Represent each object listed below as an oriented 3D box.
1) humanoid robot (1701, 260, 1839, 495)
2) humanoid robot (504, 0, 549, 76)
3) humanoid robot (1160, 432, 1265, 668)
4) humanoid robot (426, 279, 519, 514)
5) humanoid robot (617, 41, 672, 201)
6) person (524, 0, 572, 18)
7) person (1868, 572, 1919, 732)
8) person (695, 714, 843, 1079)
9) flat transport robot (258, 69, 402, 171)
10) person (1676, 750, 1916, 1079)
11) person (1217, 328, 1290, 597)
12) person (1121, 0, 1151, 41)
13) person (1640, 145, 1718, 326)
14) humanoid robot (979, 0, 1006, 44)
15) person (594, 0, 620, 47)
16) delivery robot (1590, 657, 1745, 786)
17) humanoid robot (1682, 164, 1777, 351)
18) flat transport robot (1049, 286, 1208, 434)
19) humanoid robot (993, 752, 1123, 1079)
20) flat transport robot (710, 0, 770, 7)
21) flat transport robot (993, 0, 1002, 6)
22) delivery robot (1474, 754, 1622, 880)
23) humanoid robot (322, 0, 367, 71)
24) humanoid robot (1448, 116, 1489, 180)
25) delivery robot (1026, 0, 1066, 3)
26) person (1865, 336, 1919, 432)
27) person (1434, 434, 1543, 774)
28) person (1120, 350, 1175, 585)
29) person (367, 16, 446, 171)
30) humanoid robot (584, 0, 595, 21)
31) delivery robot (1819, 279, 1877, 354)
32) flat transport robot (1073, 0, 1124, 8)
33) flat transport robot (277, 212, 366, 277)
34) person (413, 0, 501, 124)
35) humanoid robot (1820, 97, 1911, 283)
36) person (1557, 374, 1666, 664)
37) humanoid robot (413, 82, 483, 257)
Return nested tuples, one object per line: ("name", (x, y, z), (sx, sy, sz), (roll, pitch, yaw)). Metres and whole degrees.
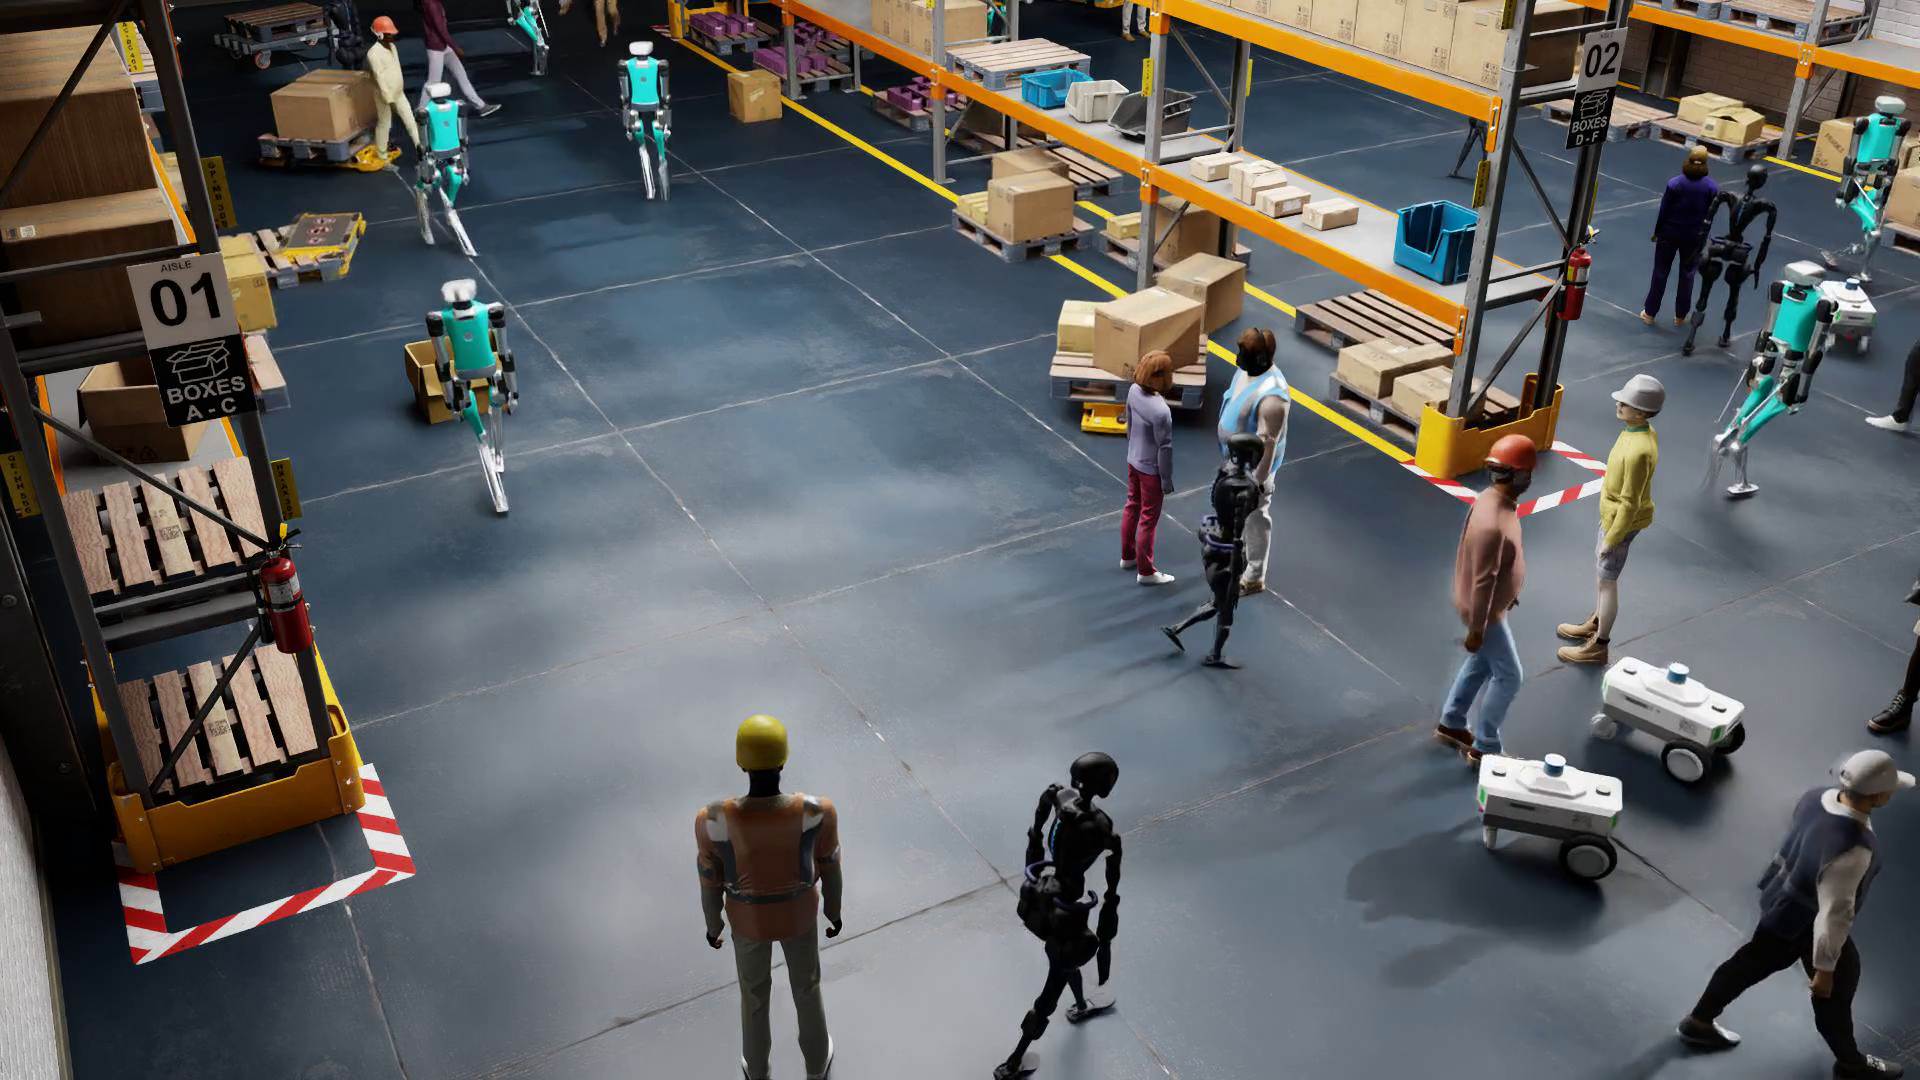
("humanoid robot", (5.660, -1.028, 11.841), (0.712, 1.898, 0.548), (-10, 31, -18))
("humanoid robot", (-5.721, -6.982, 22.199), (0.762, 1.883, 0.541), (18, 35, 29))
("humanoid robot", (1.501, 0.073, 9.884), (0.484, 1.632, 0.610), (0, 30, -1))
("humanoid robot", (-3.456, -1.117, 11.931), (0.545, 1.757, 1.039), (-9, 31, -15))
("humanoid robot", (-3.302, -4.396, 17.698), (0.542, 1.900, 0.728), (-3, 30, -5))
("person", (-6.418, -8.876, 25.311), (0.785, 1.816, 0.632), (-8, 31, -13))
("person", (5.571, 0.307, 9.174), (0.367, 1.964, 0.608), (-18, 35, -29))
("person", (-0.791, 1.559, 7.034), (0.594, 1.923, 0.371), (-5, 30, -8))
("flat transport robot", (-7.266, -4.467, 19.186), (1.431, 0.231, 0.659), (4, 30, 7))
("person", (3.716, 1.614, 7.159), (0.932, 1.698, 0.762), (5, 30, 8))
("person", (1.866, -0.514, 10.740), (0.431, 1.838, 0.624), (-3, 30, -6))
("person", (2.617, -8.218, 24.099), (0.560, 1.888, 0.399), (-17, 34, -27))
("person", (6.387, -2.699, 14.744), (0.467, 1.623, 0.343), (6, 30, 11))
("humanoid robot", (0.467, -7.201, 22.496), (0.530, 1.794, 0.800), (-5, 30, -8))
("person", (-5.103, -7.998, 23.861), (0.572, 1.732, 0.524), (0, 30, 0))
("delivery robot", (4.016, 0.971, 9.420), (0.777, 0.583, 0.499), (26, 39, 38))
("humanoid robot", (6.555, -2.414, 14.234), (0.628, 1.637, 0.607), (17, 34, 27))
("flat transport robot", (1.383, -1.241, 13.570), (0.659, 0.231, 1.431), (5, 30, 8))
("humanoid robot", (0.433, 1.606, 7.252), (0.751, 1.609, 0.601), (-20, 35, -31))
("flat transport robot", (-3.262, -8.685, 26.528), (1.431, 0.231, 0.659), (-8, 31, -13))
("flat transport robot", (0.625, -8.854, 26.823), (0.659, 0.231, 1.431), (8, 31, 13))
("delivery robot", (3.094, 1.394, 8.702), (0.773, 0.601, 0.507), (9, 31, 15))
("humanoid robot", (-7.582, -6.138, 20.703), (0.432, 1.649, 0.596), (13, 32, 22))
("humanoid robot", (5.779, -4.738, 18.258), (0.617, 1.639, 0.609), (11, 32, 19))
("delivery robot", (1.348, -8.923, 26.625), (0.739, 0.564, 0.499), (-9, 31, -15))
("person", (7.549, -1.670, 12.743), (0.537, 1.846, 0.611), (25, 38, 36))
("person", (2.994, 0.371, 9.059), (0.642, 1.952, 0.647), (10, 31, 18))
("person", (1.239, -0.478, 10.869), (0.288, 1.633, 0.498), (-12, 32, -20))
("person", (-6.284, -4.973, 18.609), (0.834, 1.713, 0.573), (7, 31, 13))
("humanoid robot", (-5.717, -8.816, 25.411), (0.604, 1.646, 0.753), (-8, 31, -14))
("delivery robot", (7.766, -2.007, 14.613), (0.499, 0.592, 0.774), (6, 30, 11))
("flat transport robot", (2.033, -8.746, 26.635), (1.431, 0.231, 0.659), (24, 38, 36))
("flat transport robot", (-6.354, -2.951, 16.546), (0.659, 0.231, 1.431), (-5, 30, -8))
("person", (-6.278, -6.040, 20.311), (1.049, 1.878, 0.491), (-4, 30, -7))
("humanoid robot", (8.559, -3.200, 15.535), (0.563, 1.740, 1.042), (-3, 30, -5))
("person", (3.948, -0.117, 9.986), (0.382, 1.894, 0.479), (9, 31, 16))
("humanoid robot", (-5.169, -3.661, 16.350), (0.532, 1.772, 0.887), (-25, 38, -37))
